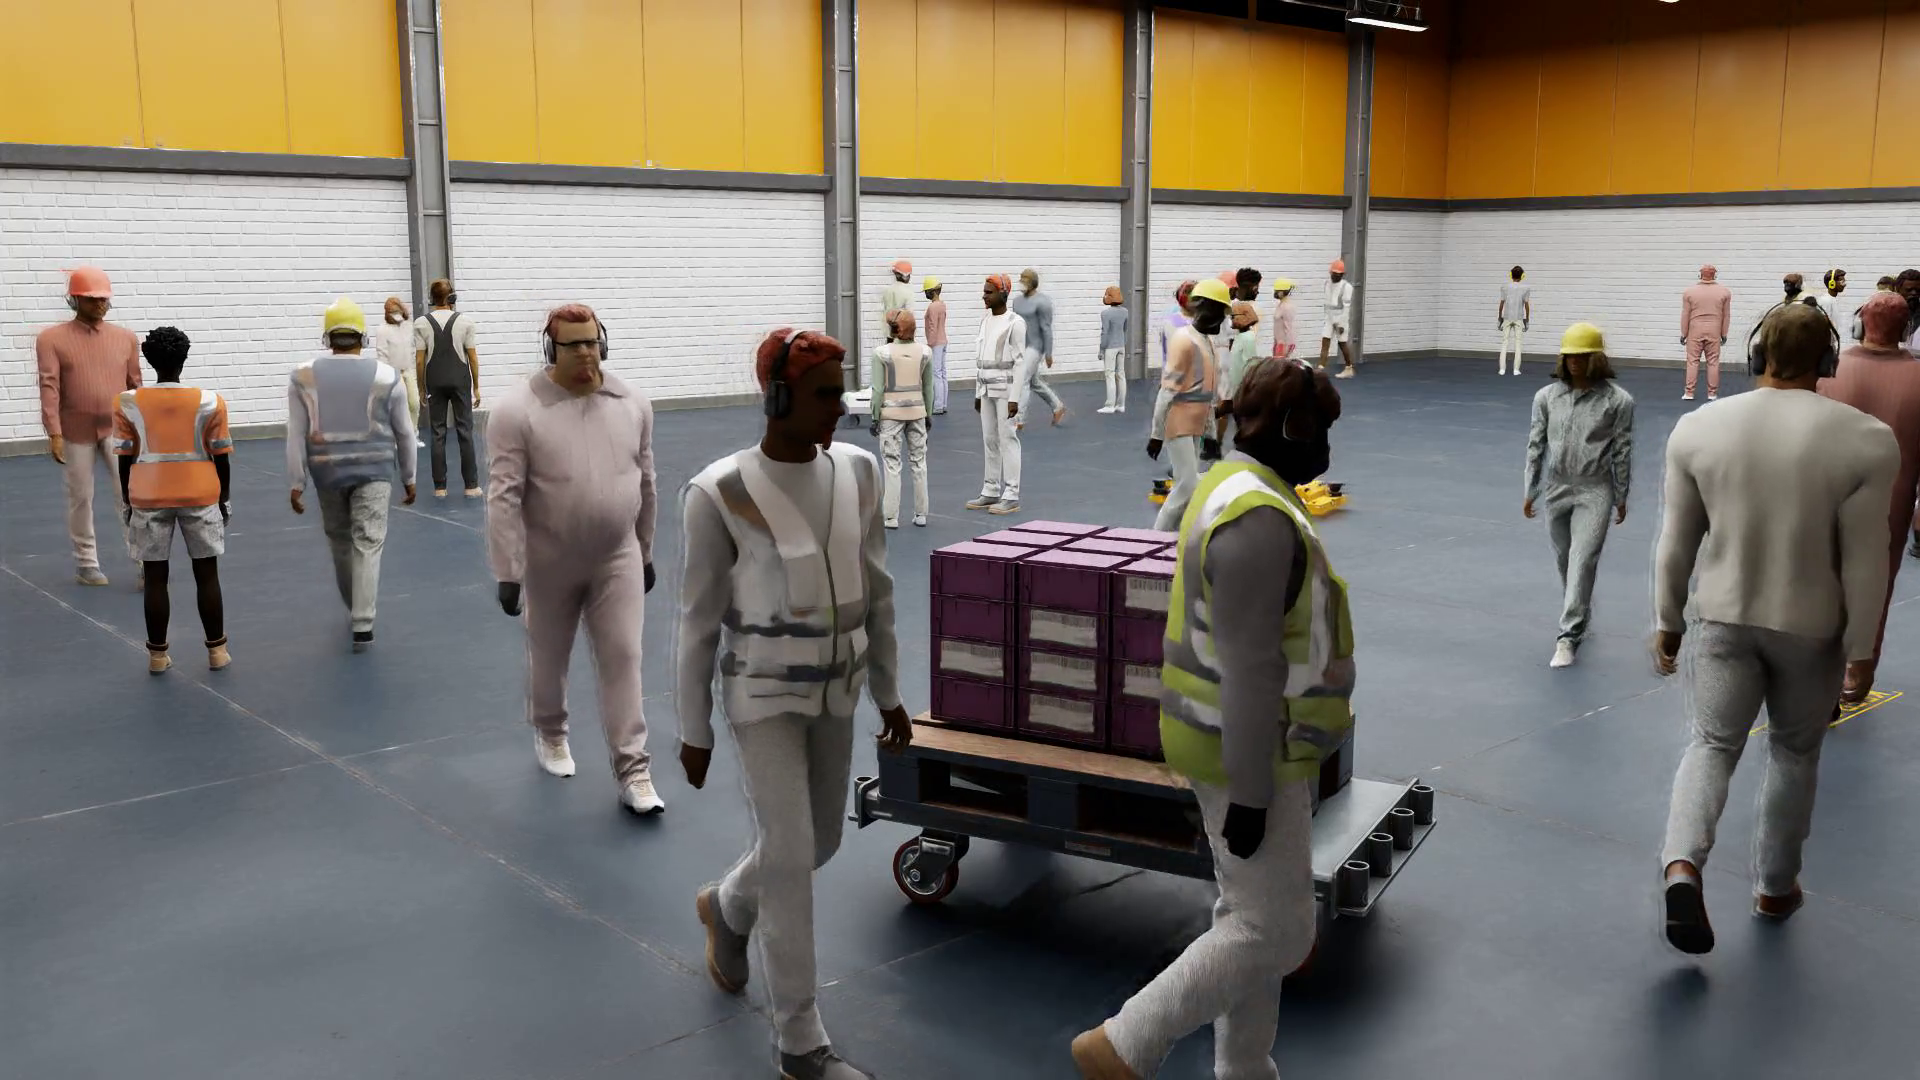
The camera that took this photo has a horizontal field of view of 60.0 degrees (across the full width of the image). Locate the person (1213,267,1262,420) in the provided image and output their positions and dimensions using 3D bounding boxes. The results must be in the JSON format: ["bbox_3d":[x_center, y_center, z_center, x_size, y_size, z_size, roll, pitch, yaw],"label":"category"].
[{"bbox_3d":[2.672,-1.739,16.478,0.849,1.921,0.611,5,11,29],"label":"person"}]

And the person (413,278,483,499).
[{"bbox_3d":[-4.261,-1.253,13.865,0.507,1.840,0.344,-2,10,-10],"label":"person"}]

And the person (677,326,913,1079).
[{"bbox_3d":[-0.466,0.391,4.202,0.833,1.865,0.582,10,14,44],"label":"person"}]

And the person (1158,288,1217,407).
[{"bbox_3d":[2.829,-2.355,20.817,0.854,1.650,0.555,-3,10,-19],"label":"person"}]

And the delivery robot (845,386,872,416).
[{"bbox_3d":[-0.994,-1.637,19.591,0.707,0.478,0.477,0,10,3],"label":"delivery robot"}]

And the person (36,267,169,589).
[{"bbox_3d":[-5.160,-0.646,9.992,0.618,1.951,0.980,-8,13,-41],"label":"person"}]

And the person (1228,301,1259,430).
[{"bbox_3d":[2.512,-1.309,14.815,0.274,1.628,0.501,-1,10,-4],"label":"person"}]

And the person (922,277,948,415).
[{"bbox_3d":[-0.330,-2.476,21.266,0.327,1.760,0.524,3,10,15],"label":"person"}]

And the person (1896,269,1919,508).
[{"bbox_3d":[7.579,-1.209,13.409,0.618,1.913,0.420,1,10,4],"label":"person"}]

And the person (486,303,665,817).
[{"bbox_3d":[-1.422,0.055,6.195,0.667,1.856,1.012,-5,11,-28],"label":"person"}]

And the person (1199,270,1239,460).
[{"bbox_3d":[2.763,-1.777,16.795,0.971,1.895,0.540,-7,12,-37],"label":"person"}]

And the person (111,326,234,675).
[{"bbox_3d":[-3.795,-0.187,8.065,0.530,1.689,0.322,-4,11,-24],"label":"person"}]

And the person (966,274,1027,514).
[{"bbox_3d":[0.296,-1.149,13.131,0.356,1.883,0.573,-6,12,-33],"label":"person"}]

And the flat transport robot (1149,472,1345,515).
[{"bbox_3d":[2.310,-0.390,13.398,1.431,0.197,0.652,5,11,29],"label":"flat transport robot"}]

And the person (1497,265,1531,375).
[{"bbox_3d":[9.445,-3.742,28.390,0.516,1.865,0.329,4,10,22],"label":"person"}]

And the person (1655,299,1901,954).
[{"bbox_3d":[2.324,0.260,4.840,0.628,1.909,0.860,7,12,36],"label":"person"}]

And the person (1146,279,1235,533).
[{"bbox_3d":[1.450,-0.706,10.534,0.525,1.880,0.611,4,10,22],"label":"person"}]

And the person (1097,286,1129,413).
[{"bbox_3d":[1.979,-2.459,21.518,0.286,1.636,0.499,10,14,44],"label":"person"}]

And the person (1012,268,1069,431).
[{"bbox_3d":[0.890,-2.208,19.331,0.958,1.898,0.624,-6,11,-31],"label":"person"}]

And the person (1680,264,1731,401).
[{"bbox_3d":[10.423,-2.899,23.302,0.642,1.909,0.410,3,10,15],"label":"person"}]

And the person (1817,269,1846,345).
[{"bbox_3d":[10.242,-2.255,19.642,0.335,1.873,0.520,5,11,27],"label":"person"}]

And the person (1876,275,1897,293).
[{"bbox_3d":[10.319,-2.037,18.534,0.920,1.826,0.531,-8,13,-40],"label":"person"}]

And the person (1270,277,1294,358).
[{"bbox_3d":[4.300,-2.583,21.910,0.536,1.747,0.536,0,10,-1],"label":"person"}]

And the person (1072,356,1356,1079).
[{"bbox_3d":[0.612,0.488,3.784,0.543,1.803,0.656,1,10,6],"label":"person"}]

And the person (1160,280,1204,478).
[{"bbox_3d":[1.918,-1.275,14.030,0.435,1.826,0.570,9,13,43],"label":"person"}]

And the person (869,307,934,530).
[{"bbox_3d":[-0.429,-0.898,12.350,0.522,1.645,0.305,-5,11,-27],"label":"person"}]

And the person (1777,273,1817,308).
[{"bbox_3d":[11.400,-2.730,22.630,0.893,1.807,0.618,-3,10,-19],"label":"person"}]

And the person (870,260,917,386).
[{"bbox_3d":[-0.844,-2.795,22.487,0.623,1.976,0.760,9,13,42],"label":"person"}]

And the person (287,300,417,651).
[{"bbox_3d":[-3.183,-0.361,8.778,0.621,1.785,0.928,-2,10,-11],"label":"person"}]

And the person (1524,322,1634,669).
[{"bbox_3d":[3.152,-0.259,8.446,0.493,1.709,0.860,7,12,36],"label":"person"}]

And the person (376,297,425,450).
[{"bbox_3d":[-5.841,-1.717,17.270,0.448,1.592,0.535,6,12,33],"label":"person"}]

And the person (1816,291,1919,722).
[{"bbox_3d":[3.959,-0.152,7.317,0.644,1.881,0.874,4,10,21],"label":"person"}]

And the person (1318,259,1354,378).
[{"bbox_3d":[6.137,-3.602,27.256,1.034,1.960,0.680,-8,12,-38],"label":"person"}]
